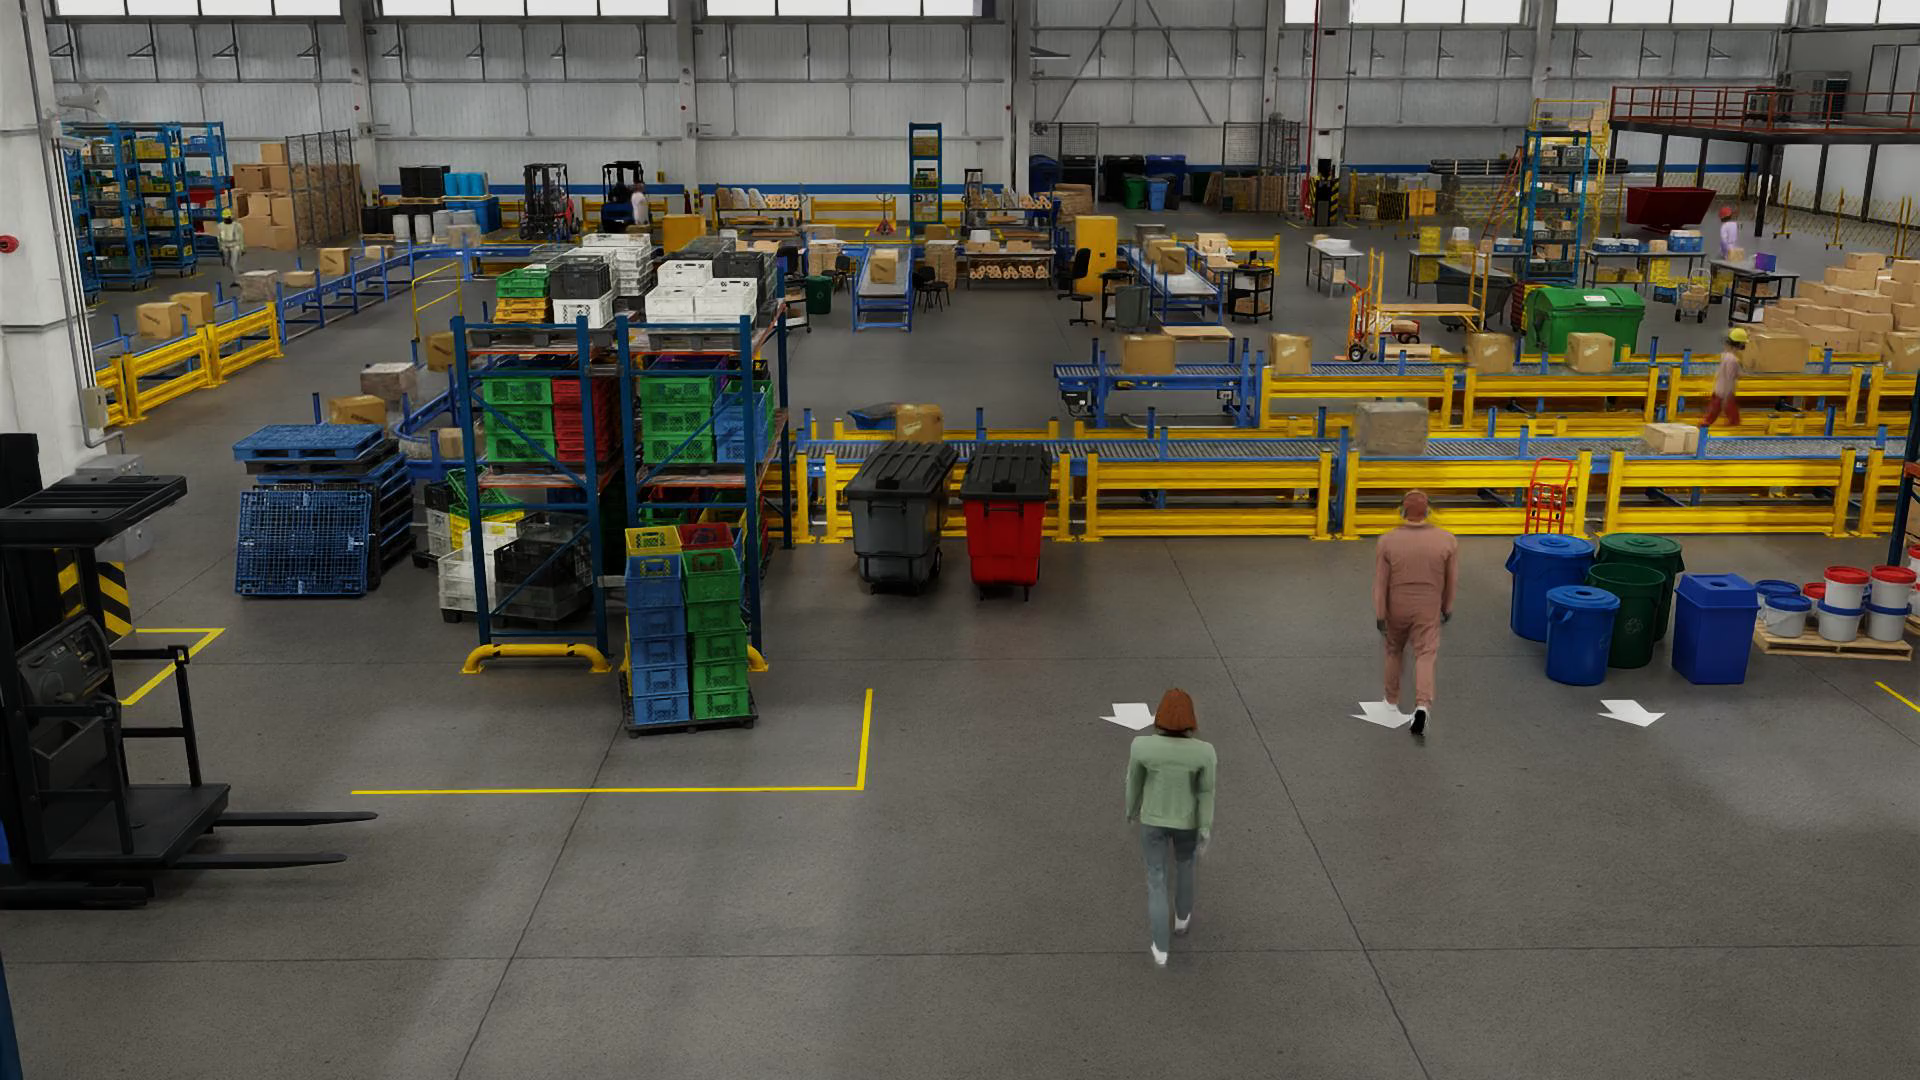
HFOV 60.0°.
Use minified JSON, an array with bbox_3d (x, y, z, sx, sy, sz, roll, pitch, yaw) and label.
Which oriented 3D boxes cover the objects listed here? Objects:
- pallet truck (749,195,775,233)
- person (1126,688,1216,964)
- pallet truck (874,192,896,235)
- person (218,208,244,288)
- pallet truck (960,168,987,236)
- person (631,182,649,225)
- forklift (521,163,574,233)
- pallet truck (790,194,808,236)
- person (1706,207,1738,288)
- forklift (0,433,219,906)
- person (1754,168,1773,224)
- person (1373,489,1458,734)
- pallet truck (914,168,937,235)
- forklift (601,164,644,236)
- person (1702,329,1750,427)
[{"bbox_3d":[-6.051,-9.967,50.660,0.680,1.201,1.601,0,16,-1],"label":"pallet truck"},{"bbox_3d":[1.221,1.616,9.740,0.505,1.602,0.743,1,16,4],"label":"person"},{"bbox_3d":[-2.277,-9.986,50.594,0.653,1.274,1.630,0,16,-1],"label":"pallet truck"},{"bbox_3d":[-16.866,-6.790,38.575,0.602,1.816,0.682,1,16,5],"label":"person"},{"bbox_3d":[0.383,-10.230,50.206,0.823,1.965,1.885,-1,16,-3],"label":"pallet truck"},{"bbox_3d":[-8.746,-8.822,45.505,0.548,1.886,0.661,-14,21,-39],"label":"person"},{"bbox_3d":[-12.233,-10.122,49.298,1.157,1.987,2.680,0,16,-1],"label":"forklift"},{"bbox_3d":[-4.814,-9.883,50.259,0.704,1.261,1.522,-1,16,-3],"label":"pallet truck"},{"bbox_3d":[17.097,-6.422,37.043,0.619,1.977,1.087,-9,18,-28],"label":"person"},{"bbox_3d":[-5.952,0.780,10.366,1.873,2.768,1.129,0,16,-1],"label":"forklift"},{"bbox_3d":[25.740,-11.045,53.241,0.574,1.885,0.356,-8,18,-25],"label":"person"},{"bbox_3d":[3.546,0.538,13.007,0.639,1.875,0.872,3,16,10],"label":"person"},{"bbox_3d":[-0.989,-10.316,50.507,0.823,1.965,1.885,1,16,3],"label":"pallet truck"},{"bbox_3d":[-9.948,-10.127,49.296,1.157,1.987,2.680,-1,16,-3],"label":"forklift"},{"bbox_3d":[10.096,-1.890,21.702,0.901,1.723,0.545,2,16,8],"label":"person"}]
